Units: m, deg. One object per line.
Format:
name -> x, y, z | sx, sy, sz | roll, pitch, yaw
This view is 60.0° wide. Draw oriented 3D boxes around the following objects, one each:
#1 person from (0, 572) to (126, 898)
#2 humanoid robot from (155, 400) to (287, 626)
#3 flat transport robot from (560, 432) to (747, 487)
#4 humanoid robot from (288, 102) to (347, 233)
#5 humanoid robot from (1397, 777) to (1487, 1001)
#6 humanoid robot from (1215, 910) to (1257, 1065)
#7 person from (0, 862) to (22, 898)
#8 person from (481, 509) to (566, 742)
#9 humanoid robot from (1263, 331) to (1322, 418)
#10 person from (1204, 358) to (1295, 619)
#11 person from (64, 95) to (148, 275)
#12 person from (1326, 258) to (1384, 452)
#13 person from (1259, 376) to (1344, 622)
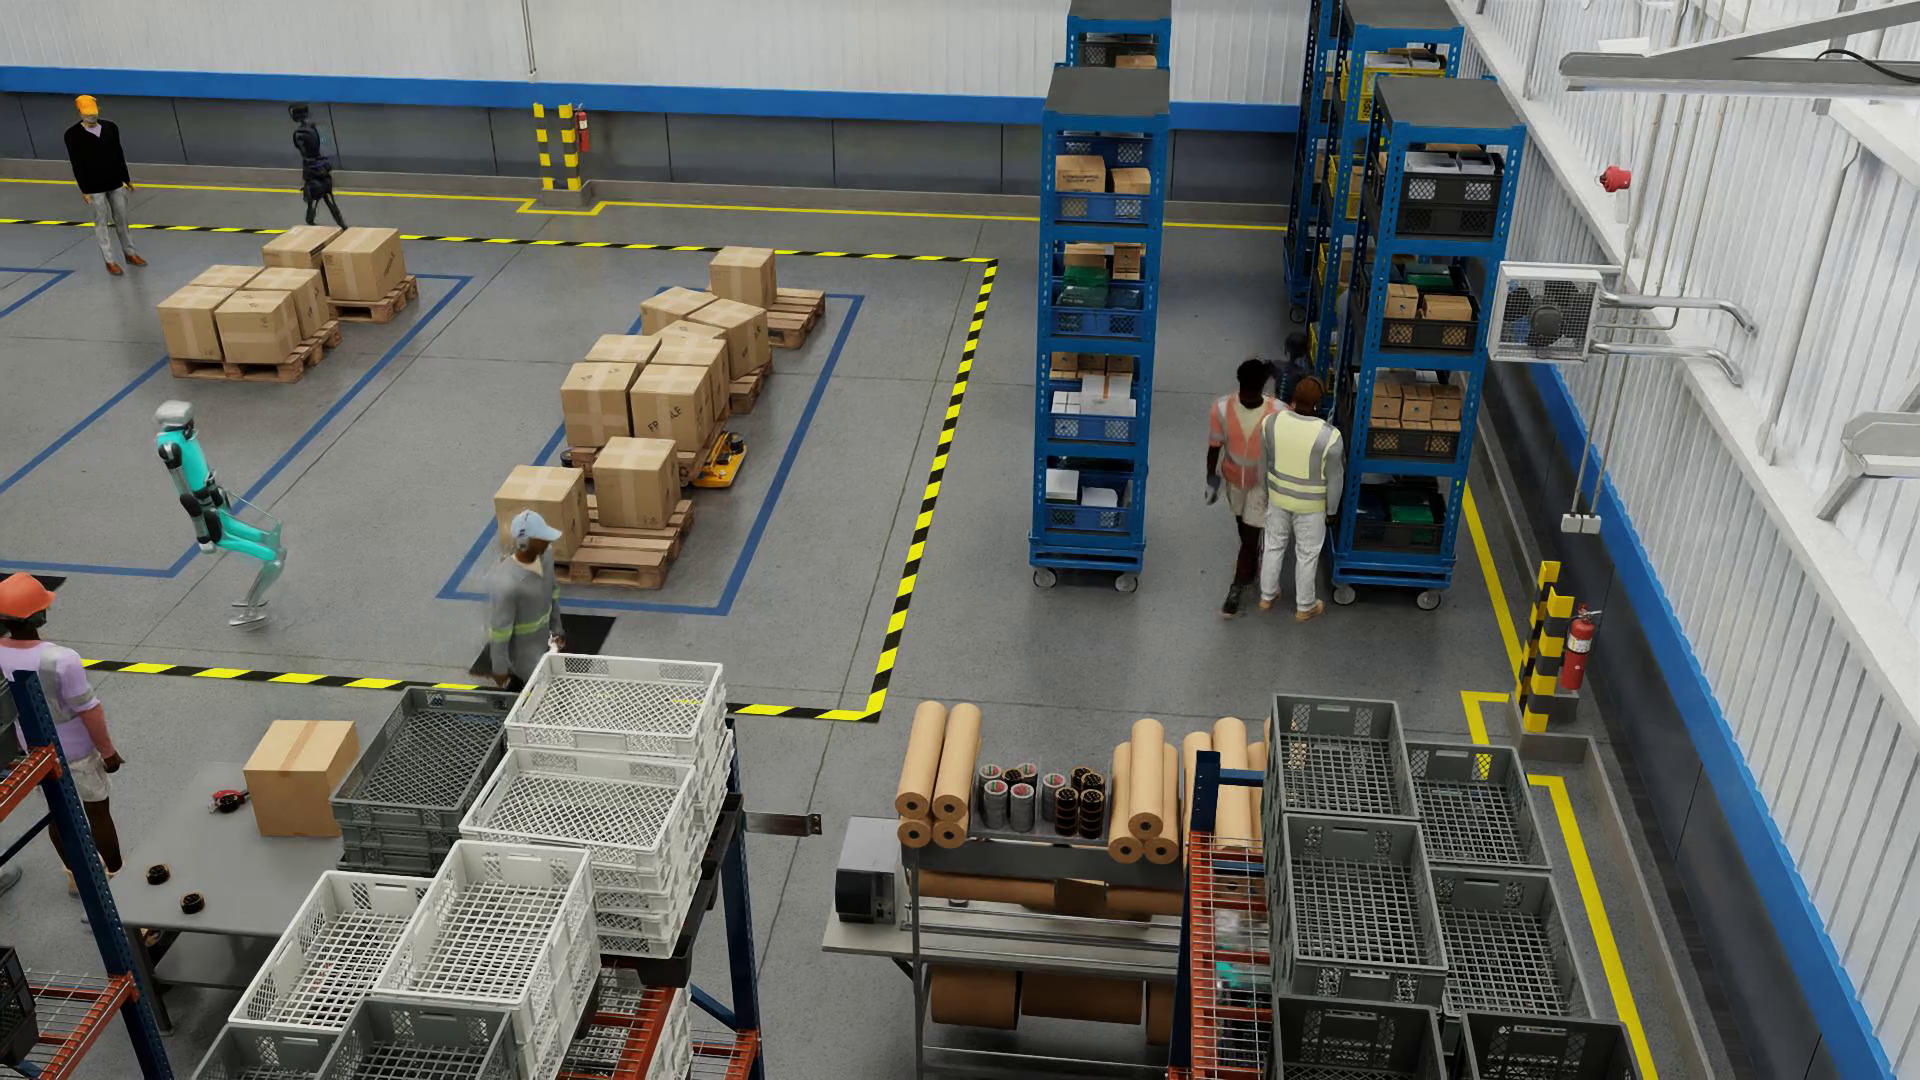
person -> -4.884, 1.079, 9.059 | 0.613, 2.040, 0.390 | 4, 31, 8
humanoid robot -> -4.975, -0.197, 11.419 | 0.735, 1.677, 0.533 | -6, 31, -10
flat transport robot -> -2.554, -0.707, 13.861 | 1.431, 0.197, 0.652 | 3, 30, 6
humanoid robot -> -7.048, -3.947, 18.074 | 0.713, 1.630, 0.604 | -2, 30, -3
humanoid robot -> 2.356, 1.762, 8.244 | 0.590, 1.645, 0.358 | 2, 30, 4
humanoid robot -> 1.302, 2.301, 7.295 | 1.050, 1.739, 0.557 | 0, 30, 1
person -> -5.641, 1.170, 9.000 | 0.606, 1.941, 0.402 | -2, 30, -4
person -> -2.661, 0.610, 10.102 | 0.882, 1.809, 0.588 | 4, 30, 7
humanoid robot -> 2.437, -0.802, 12.711 | 0.609, 1.651, 0.750 | 16, 34, 26
person -> 2.012, -0.394, 11.710 | 0.620, 1.906, 0.934 | 16, 34, 25
person -> -8.996, -3.747, 17.510 | 0.386, 1.880, 0.585 | 19, 35, 29
person -> 3.173, -1.325, 13.296 | 0.373, 1.934, 0.626 | -8, 31, -13
person -> 2.369, -0.289, 11.609 | 0.624, 1.841, 0.429 | 20, 36, 30
